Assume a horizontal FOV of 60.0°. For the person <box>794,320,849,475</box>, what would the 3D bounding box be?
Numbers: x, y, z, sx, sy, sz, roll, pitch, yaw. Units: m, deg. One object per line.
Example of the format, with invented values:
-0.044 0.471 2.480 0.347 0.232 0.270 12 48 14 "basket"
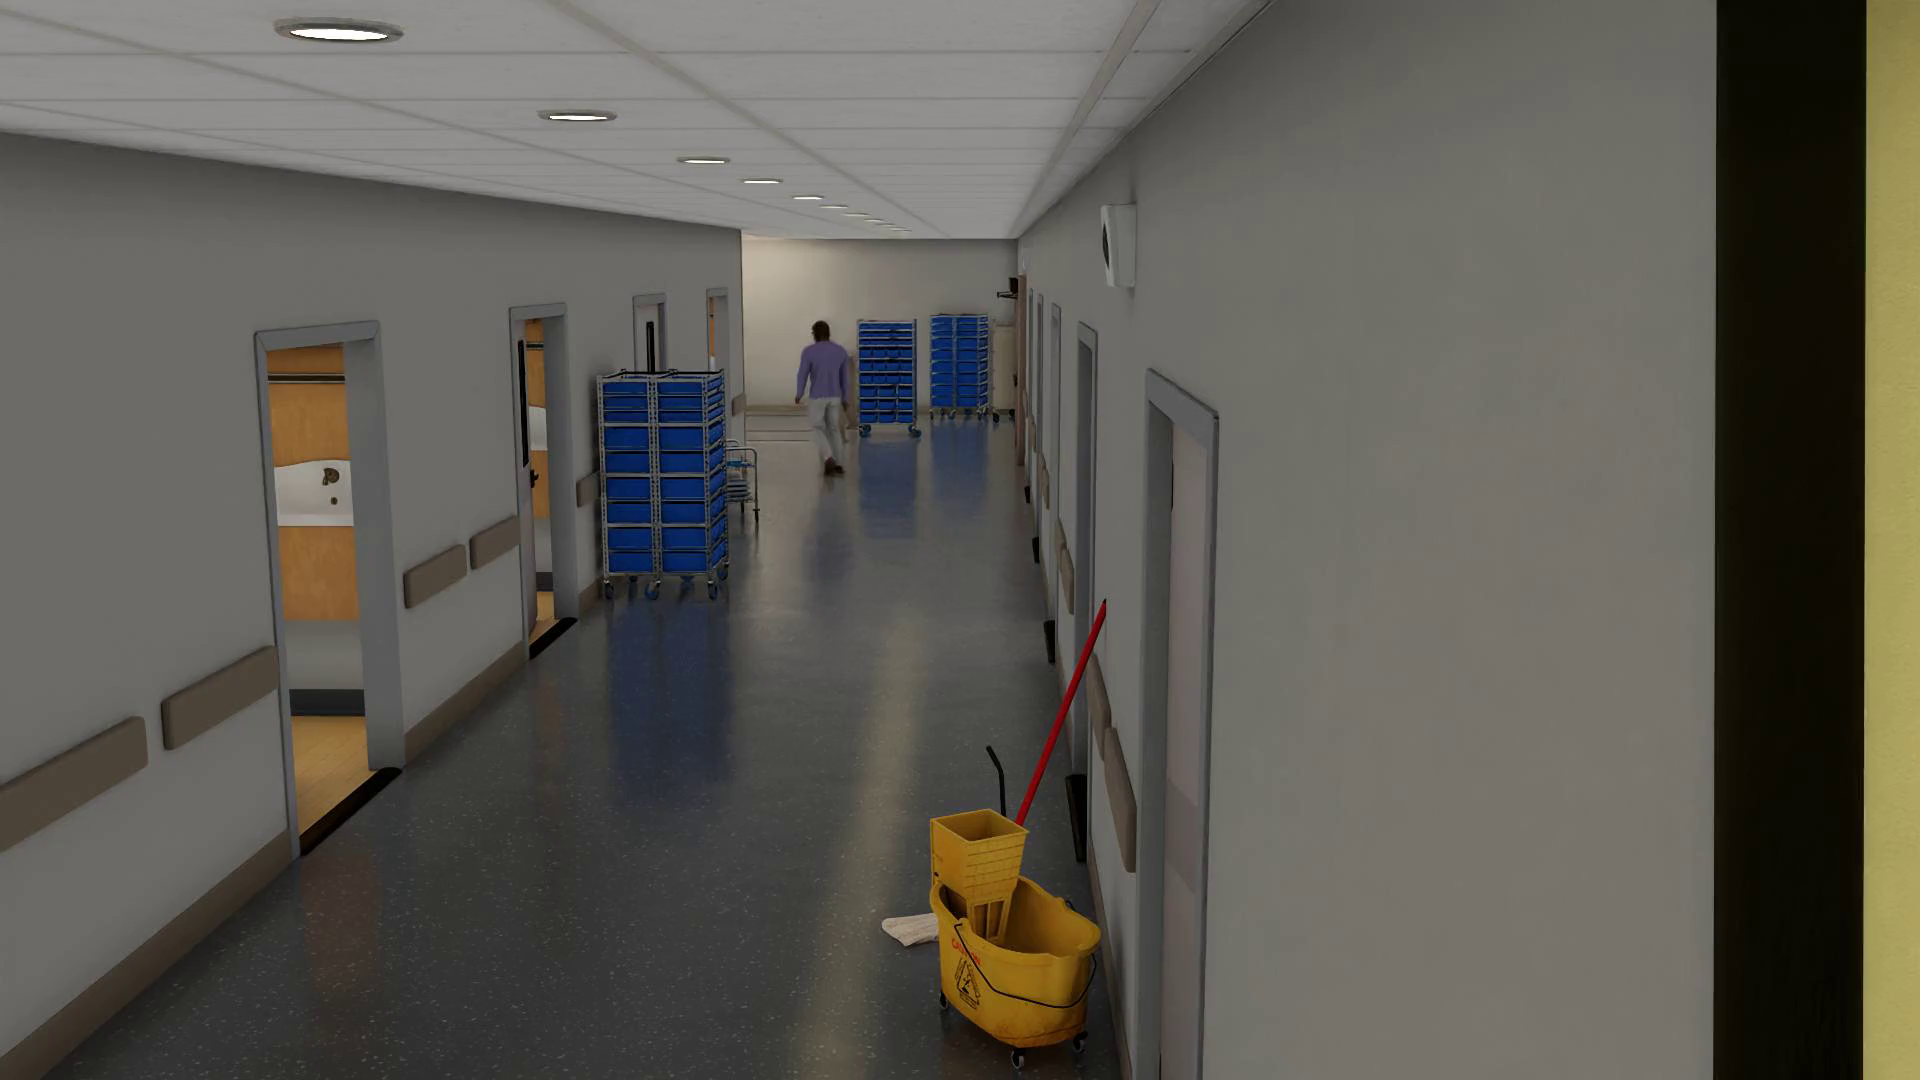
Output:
-1.668 -1.751 20.533 0.639 1.912 0.613 -6 11 -34 "person"
